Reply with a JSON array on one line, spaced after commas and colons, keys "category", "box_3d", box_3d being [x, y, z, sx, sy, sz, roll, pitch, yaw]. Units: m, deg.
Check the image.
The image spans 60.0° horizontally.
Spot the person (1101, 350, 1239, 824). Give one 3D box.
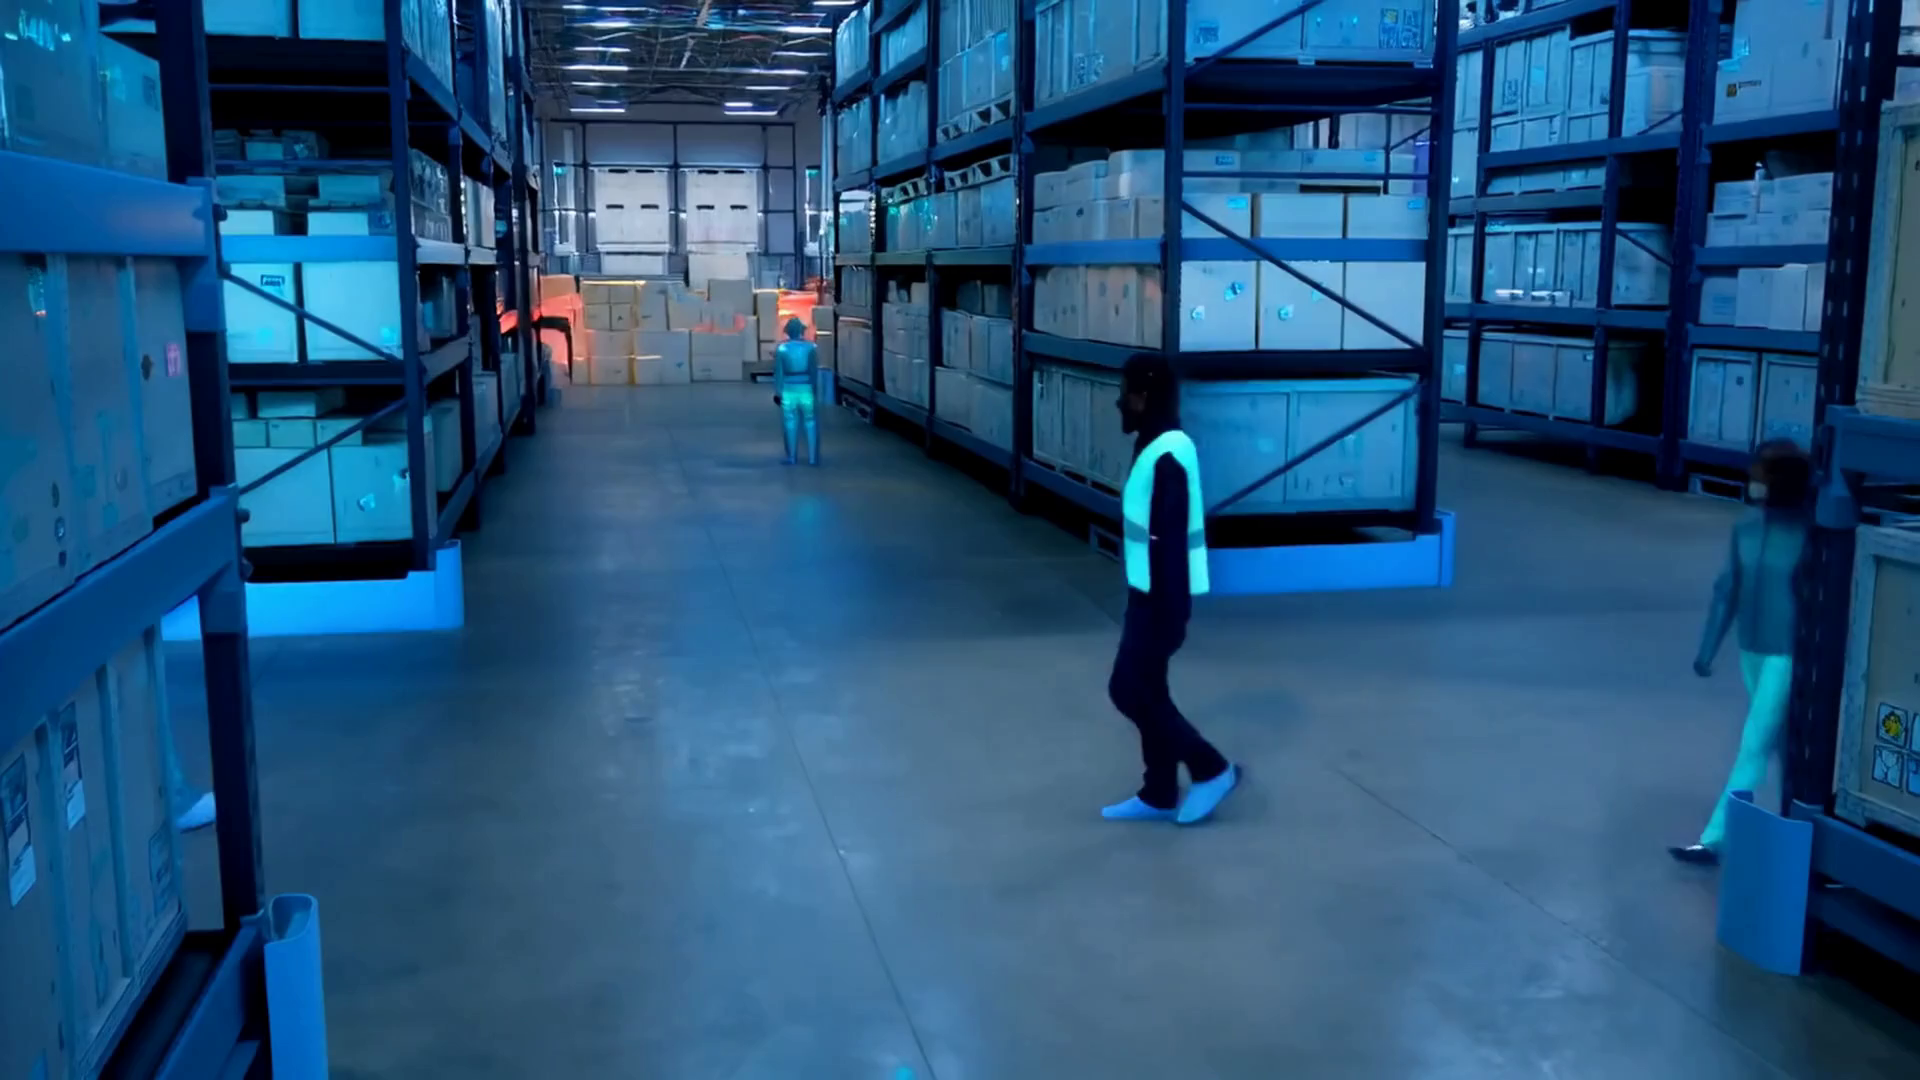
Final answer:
[{"category": "person", "box_3d": [0.792, 0.205, 6.566, 0.458, 1.904, 0.590, 0, 9, 3]}]

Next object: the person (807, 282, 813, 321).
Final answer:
[{"category": "person", "box_3d": [-6.064, -9.656, 67.462, 0.307, 1.638, 0.511, 1, 9, 5]}]

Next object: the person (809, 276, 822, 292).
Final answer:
[{"category": "person", "box_3d": [-5.324, -8.837, 61.724, 0.574, 1.883, 0.355, 2, 9, 11]}]

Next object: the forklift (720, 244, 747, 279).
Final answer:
[{"category": "forklift", "box_3d": [-6.140, -6.632, 45.249, 1.873, 2.768, 1.129, -7, 12, -37]}]

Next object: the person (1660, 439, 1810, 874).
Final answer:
[{"category": "person", "box_3d": [2.889, 0.435, 6.078, 0.825, 1.596, 0.522, -2, 10, -12]}]

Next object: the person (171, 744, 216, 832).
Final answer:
[{"category": "person", "box_3d": [-3.353, 0.258, 6.369, 0.986, 1.856, 0.656, -6, 11, -32]}]

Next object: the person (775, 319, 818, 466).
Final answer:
[{"category": "person", "box_3d": [-1.832, -1.647, 18.646, 0.523, 1.636, 0.311, -6, 11, -30]}]

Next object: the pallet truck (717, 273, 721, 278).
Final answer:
[{"category": "pallet truck", "box_3d": [-8.580, -8.986, 62.280, 1.885, 1.965, 0.823, 1, 9, 5]}]
